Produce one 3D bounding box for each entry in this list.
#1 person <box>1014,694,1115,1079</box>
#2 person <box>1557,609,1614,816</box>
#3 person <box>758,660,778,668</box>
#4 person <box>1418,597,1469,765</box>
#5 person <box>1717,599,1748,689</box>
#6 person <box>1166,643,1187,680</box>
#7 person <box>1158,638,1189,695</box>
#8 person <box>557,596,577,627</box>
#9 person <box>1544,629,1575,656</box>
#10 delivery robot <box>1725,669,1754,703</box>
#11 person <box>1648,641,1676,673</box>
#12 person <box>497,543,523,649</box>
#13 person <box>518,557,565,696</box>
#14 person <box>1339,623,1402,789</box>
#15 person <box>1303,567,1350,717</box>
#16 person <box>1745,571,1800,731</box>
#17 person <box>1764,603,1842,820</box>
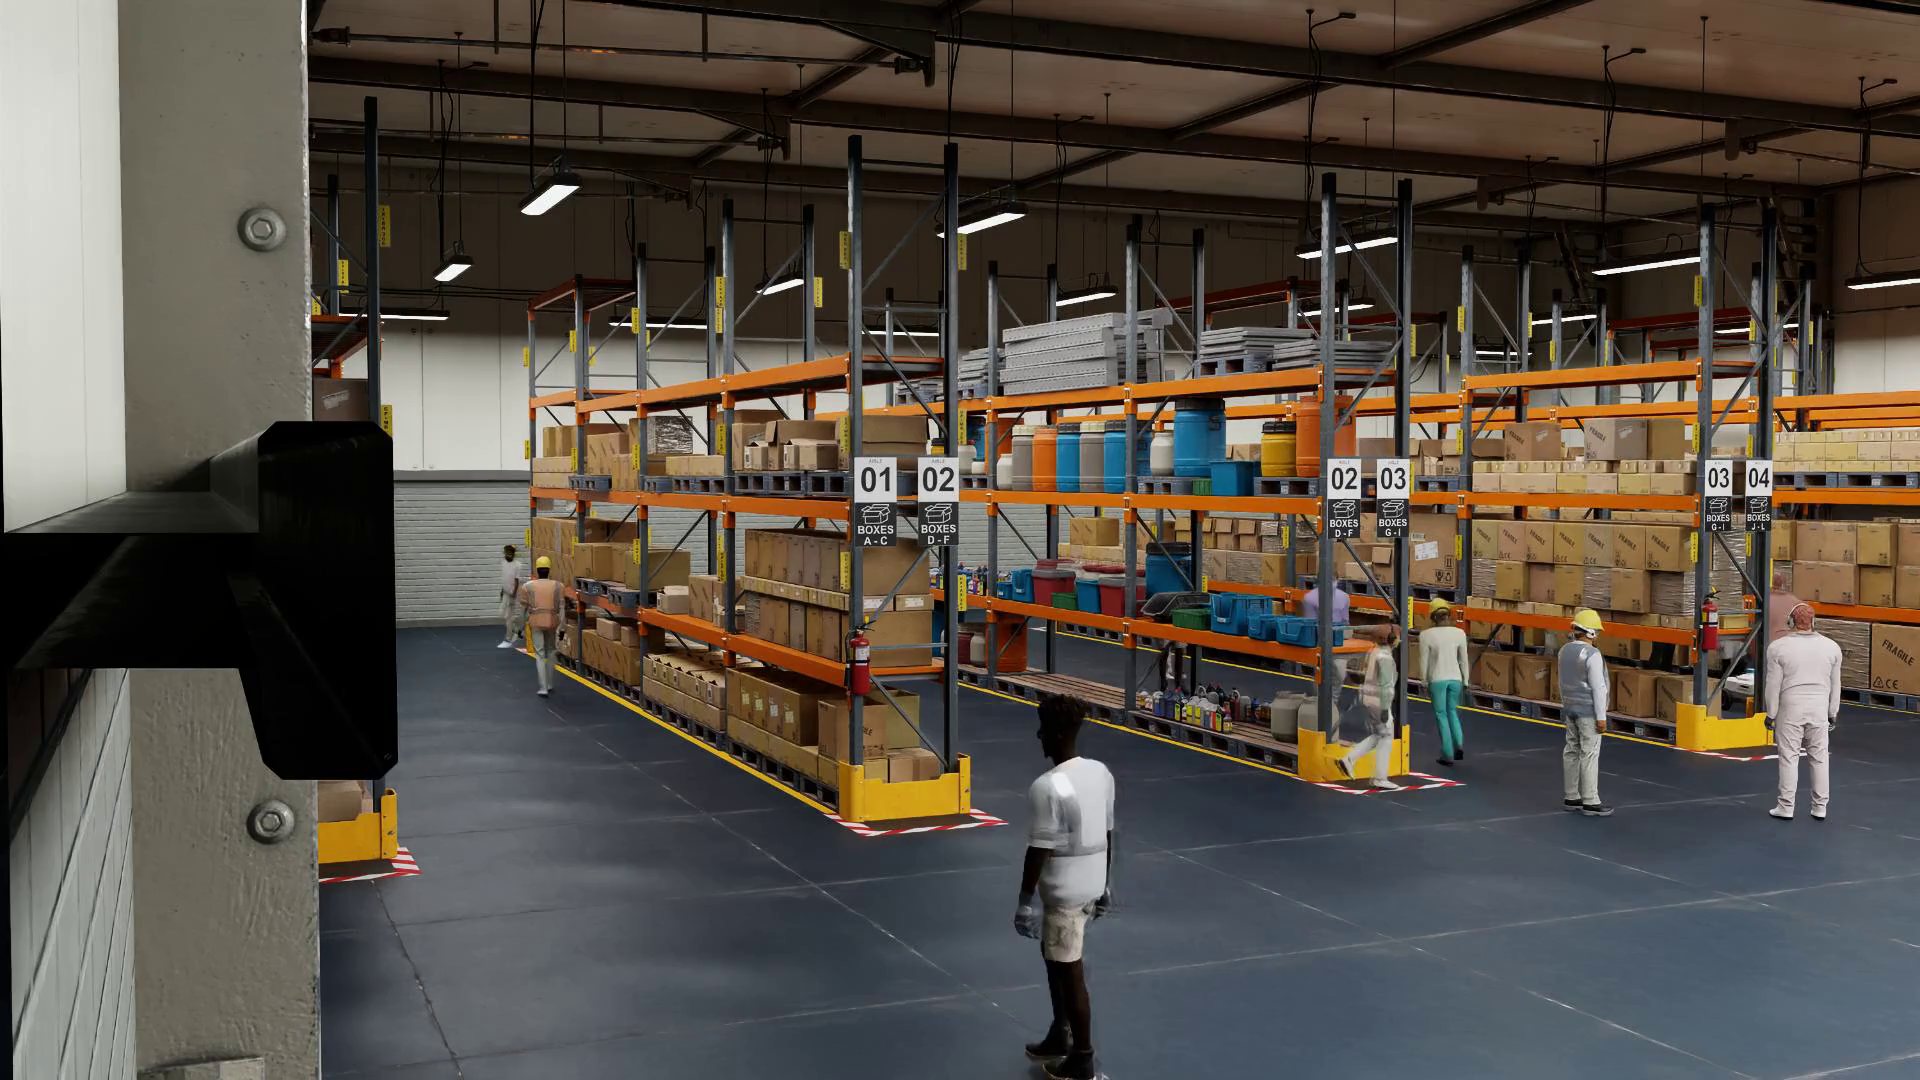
[{"bbox_3d":[0.450,1.748,9.067,0.657,1.947,0.634,1,3,34],"label":"person"},{"bbox_3d":[5.634,1.539,16.118,0.404,1.830,0.588,-1,2,-16],"label":"person"},{"bbox_3d":[-2.968,1.061,27.171,0.543,1.940,0.361,-2,3,-36],"label":"person"},{"bbox_3d":[5.059,1.475,18.799,0.521,1.743,0.403,0,2,-12],"label":"person"},{"bbox_3d":[10.257,1.315,23.855,0.551,1.677,0.367,-1,2,-25],"label":"person"},{"bbox_3d":[3.140,1.254,26.365,0.508,1.619,0.481,0,2,-12],"label":"person"},{"bbox_3d":[2.906,1.172,24.569,0.552,1.925,0.394,-1,2,-24],"label":"person"},{"bbox_3d":[-7.568,0.758,34.477,0.441,1.983,0.639,0,2,6],"label":"person"},{"bbox_3d":[9.322,1.065,27.601,0.641,1.912,0.924,-1,3,-29],"label":"person"},{"bbox_3d":[10.083,1.884,22.850,0.477,0.478,0.707,0,2,-9],"label":"delivery robot"},{"bbox_3d":[9.730,1.165,24.743,0.597,1.916,0.370,-1,2,-28],"label":"person"},{"bbox_3d":[-7.777,0.965,31.102,0.568,1.828,0.499,2,3,40],"label":"person"},{"bbox_3d":[-5.767,1.178,24.658,0.613,1.888,0.881,-1,2,-23],"label":"person"},{"bbox_3d":[4.002,1.599,17.319,0.509,1.610,0.517,0,2,-3],"label":"person"},{"bbox_3d":[4.481,1.277,21.853,0.634,1.922,0.439,0,2,-12],"label":"person"},{"bbox_3d":[9.654,1.316,21.265,0.640,1.885,0.425,-1,2,-21],"label":"person"},{"bbox_3d":[7.423,1.511,15.818,0.643,1.913,0.410,0,2,3],"label":"person"}]
